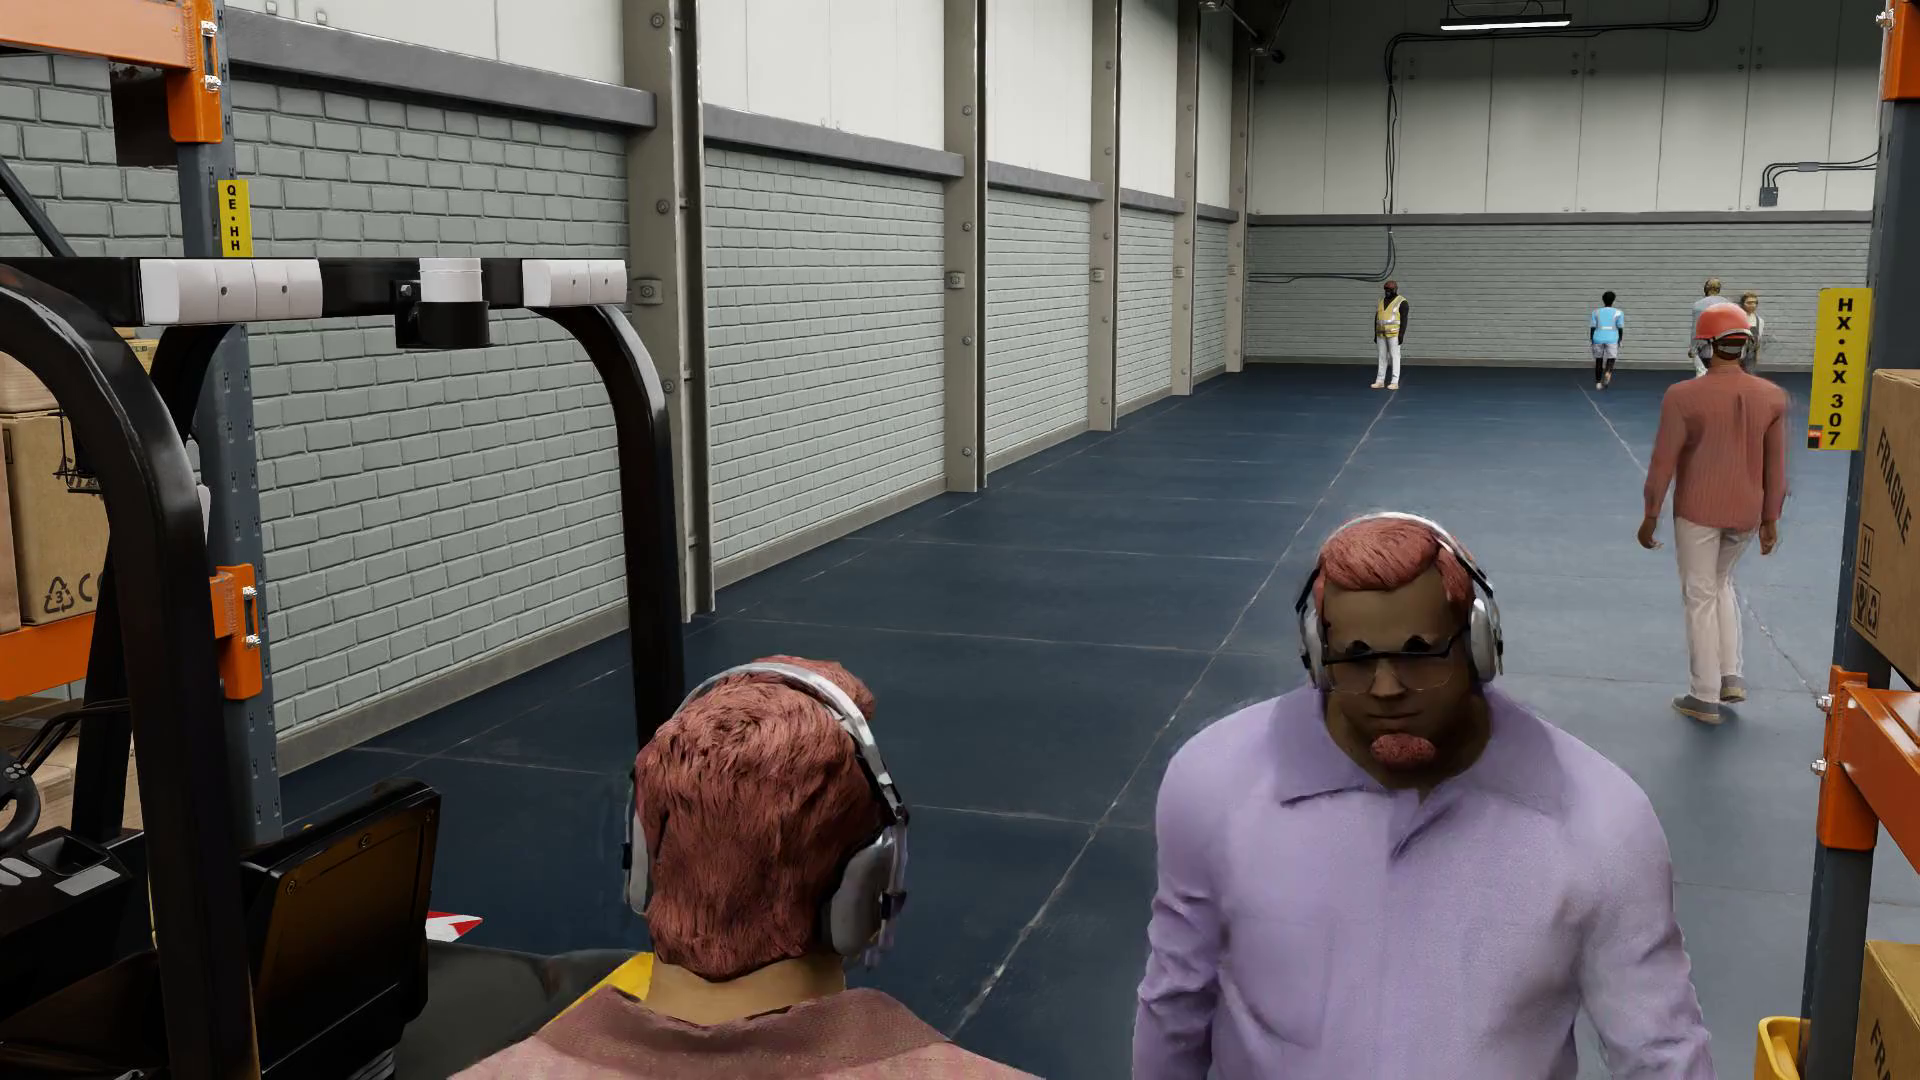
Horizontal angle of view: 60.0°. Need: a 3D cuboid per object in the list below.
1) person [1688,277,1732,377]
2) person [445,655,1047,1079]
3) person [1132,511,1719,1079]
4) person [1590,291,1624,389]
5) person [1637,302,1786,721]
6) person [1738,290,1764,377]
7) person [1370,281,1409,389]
[{"bbox_3d":[10.677,-2.767,23.725,0.631,1.940,0.372,-2,10,-14],"label":"person"},{"bbox_3d":[-0.171,1.038,1.319,0.660,1.868,0.896,2,10,12],"label":"person"},{"bbox_3d":[0.590,0.894,2.107,0.786,1.861,0.850,2,10,11],"label":"person"},{"bbox_3d":[10.847,-3.344,27.936,0.540,1.684,0.582,5,11,27],"label":"person"},{"bbox_3d":[3.560,-0.133,7.934,0.615,1.975,0.532,-2,10,-14],"label":"person"},{"bbox_3d":[9.611,-2.172,20.539,0.516,1.819,0.796,0,10,2],"label":"person"},{"bbox_3d":[7.299,-3.486,28.306,0.429,1.840,0.624,-8,12,-39],"label":"person"}]
